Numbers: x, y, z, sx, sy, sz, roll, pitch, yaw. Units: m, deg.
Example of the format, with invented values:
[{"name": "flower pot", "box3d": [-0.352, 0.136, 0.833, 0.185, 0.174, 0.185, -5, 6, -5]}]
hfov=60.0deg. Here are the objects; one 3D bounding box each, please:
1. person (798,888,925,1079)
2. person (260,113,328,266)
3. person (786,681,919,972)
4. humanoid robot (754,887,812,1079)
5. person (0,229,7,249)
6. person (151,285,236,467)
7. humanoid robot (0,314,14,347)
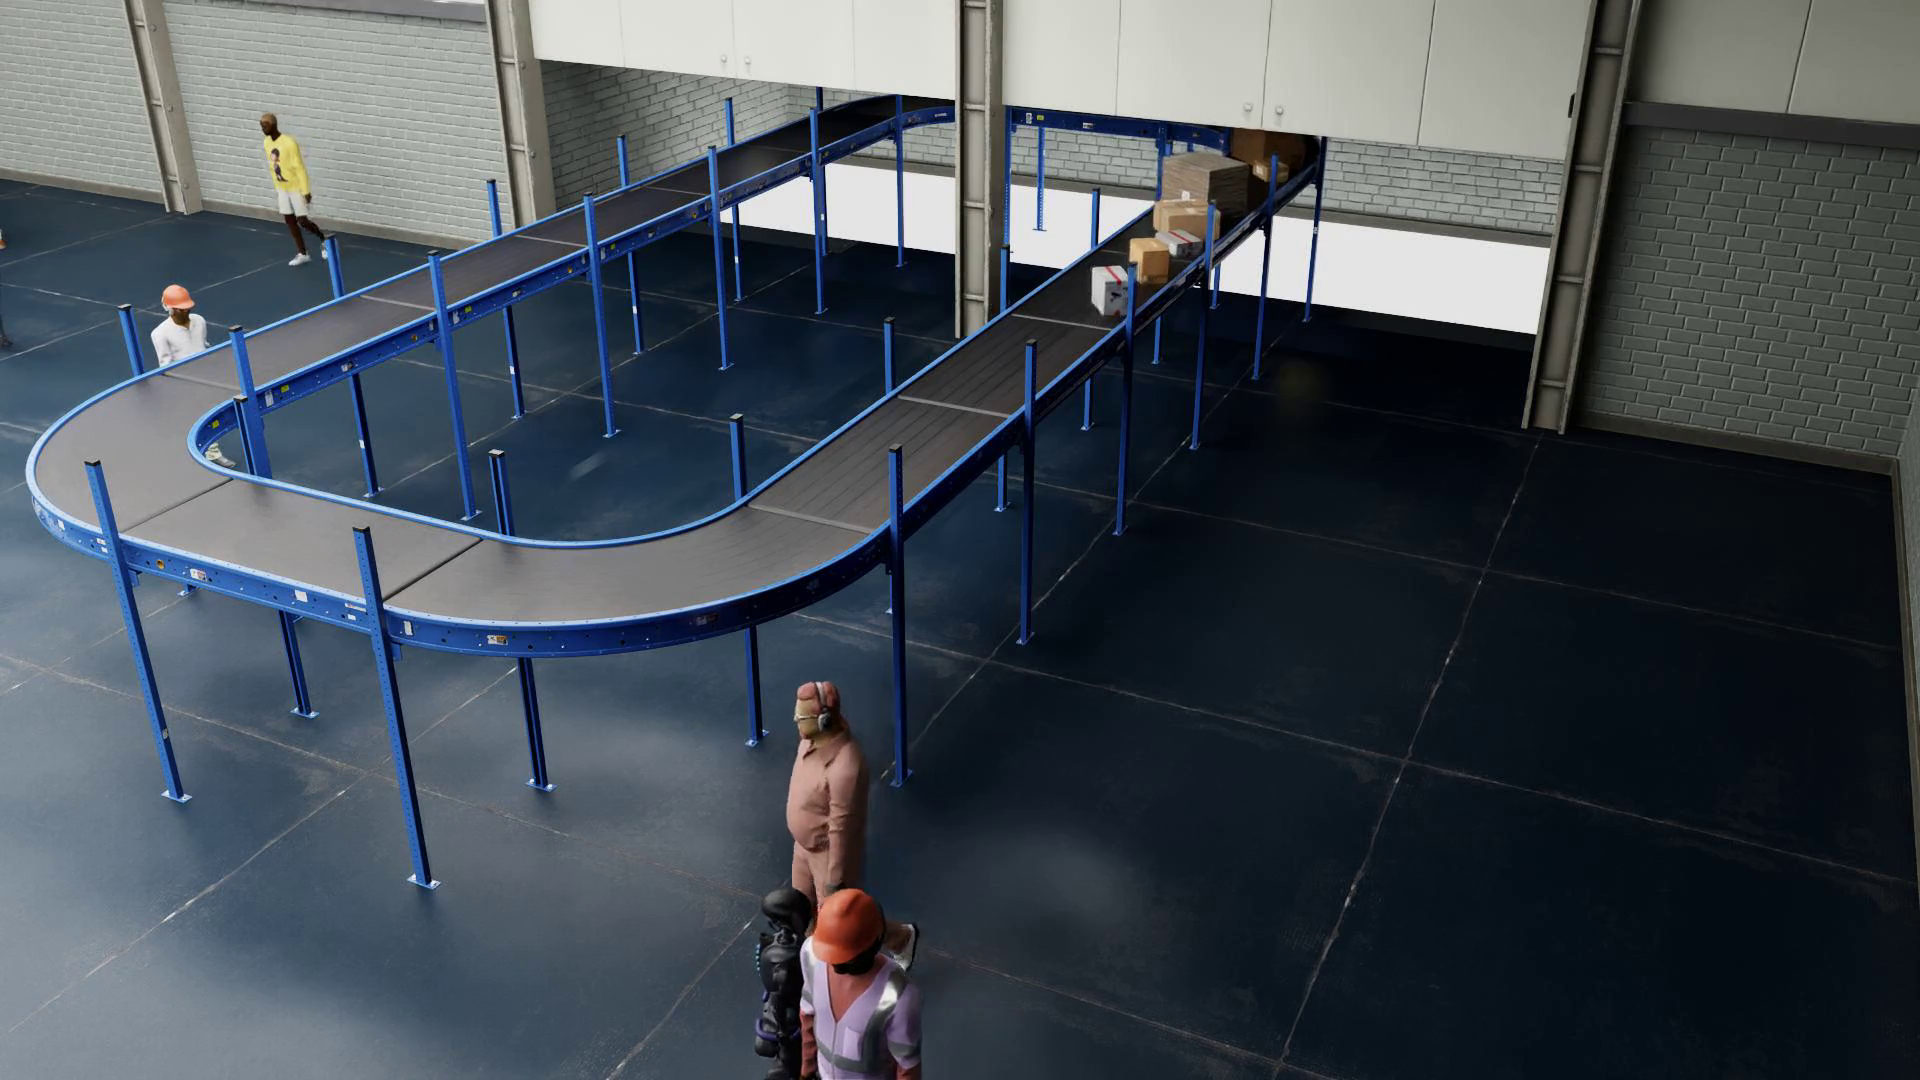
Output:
[{"name": "person", "box3d": [-0.432, 2.273, 6.921, 0.613, 2.035, 0.405, 20, 32, 34]}, {"name": "person", "box3d": [-8.137, -4.303, 20.348, 0.582, 1.870, 0.566, 12, 29, 23]}, {"name": "person", "box3d": [-0.628, 1.548, 8.545, 0.728, 1.884, 0.653, -11, 29, -22]}, {"name": "humanoid robot", "box3d": [-0.725, 2.223, 7.405, 0.330, 1.654, 0.601, 2, 26, 4]}, {"name": "person", "box3d": [-12.411, -4.590, 20.855, 0.627, 1.935, 0.372, -15, 30, -28]}, {"name": "person", "box3d": [-6.738, -1.401, 14.629, 0.340, 1.751, 0.562, 10, 28, 20]}, {"name": "humanoid robot", "box3d": [-10.376, -2.799, 17.539, 0.334, 1.641, 0.608, 1, 26, 3]}]
